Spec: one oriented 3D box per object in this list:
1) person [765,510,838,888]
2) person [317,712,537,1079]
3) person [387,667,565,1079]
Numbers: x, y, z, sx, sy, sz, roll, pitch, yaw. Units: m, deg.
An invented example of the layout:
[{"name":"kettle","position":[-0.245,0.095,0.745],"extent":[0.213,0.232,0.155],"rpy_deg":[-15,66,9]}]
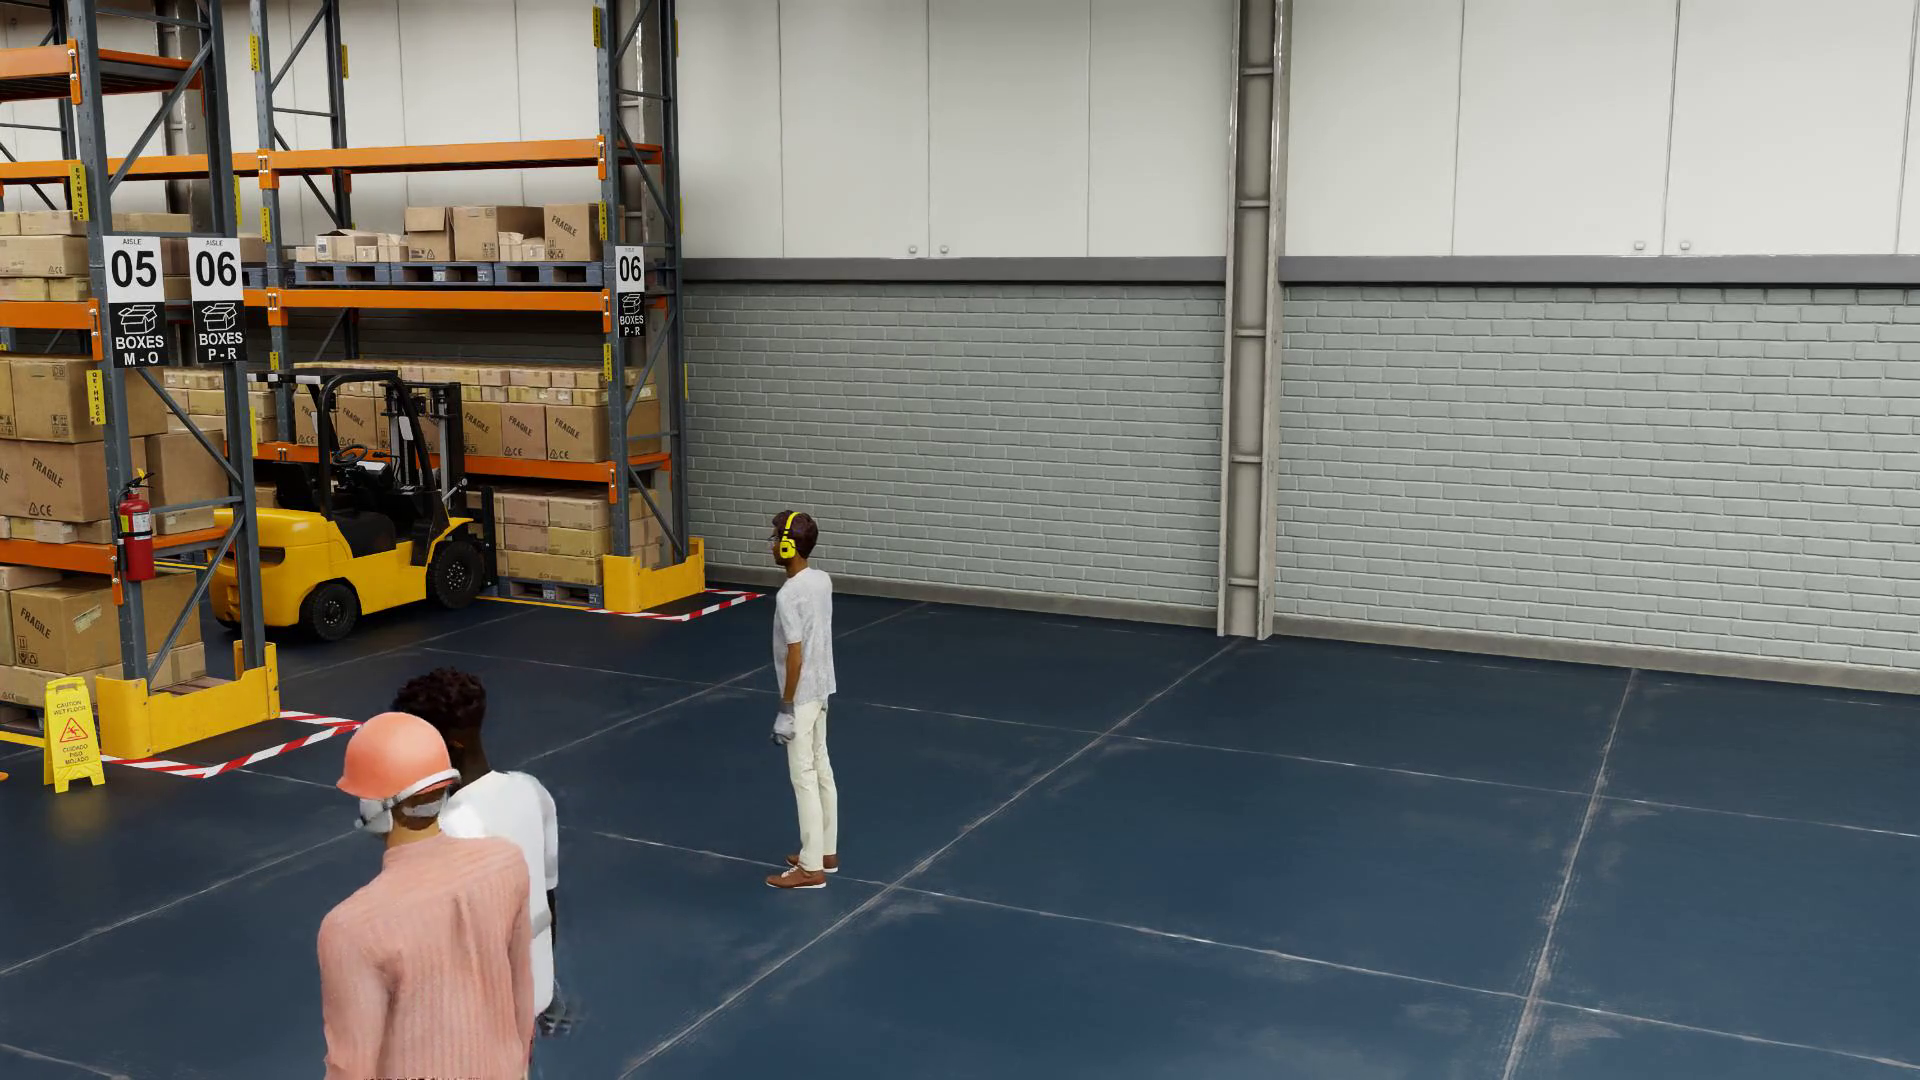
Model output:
[{"name":"person","position":[-0.788,0.784,8.155],"extent":[0.336,1.868,0.521],"rpy_deg":[3,10,18]},{"name":"person","position":[-1.255,1.398,4.056],"extent":[0.559,1.986,0.641],"rpy_deg":[6,11,31]},{"name":"person","position":[-1.490,1.310,4.779],"extent":[0.901,1.918,0.601],"rpy_deg":[1,9,9]}]
